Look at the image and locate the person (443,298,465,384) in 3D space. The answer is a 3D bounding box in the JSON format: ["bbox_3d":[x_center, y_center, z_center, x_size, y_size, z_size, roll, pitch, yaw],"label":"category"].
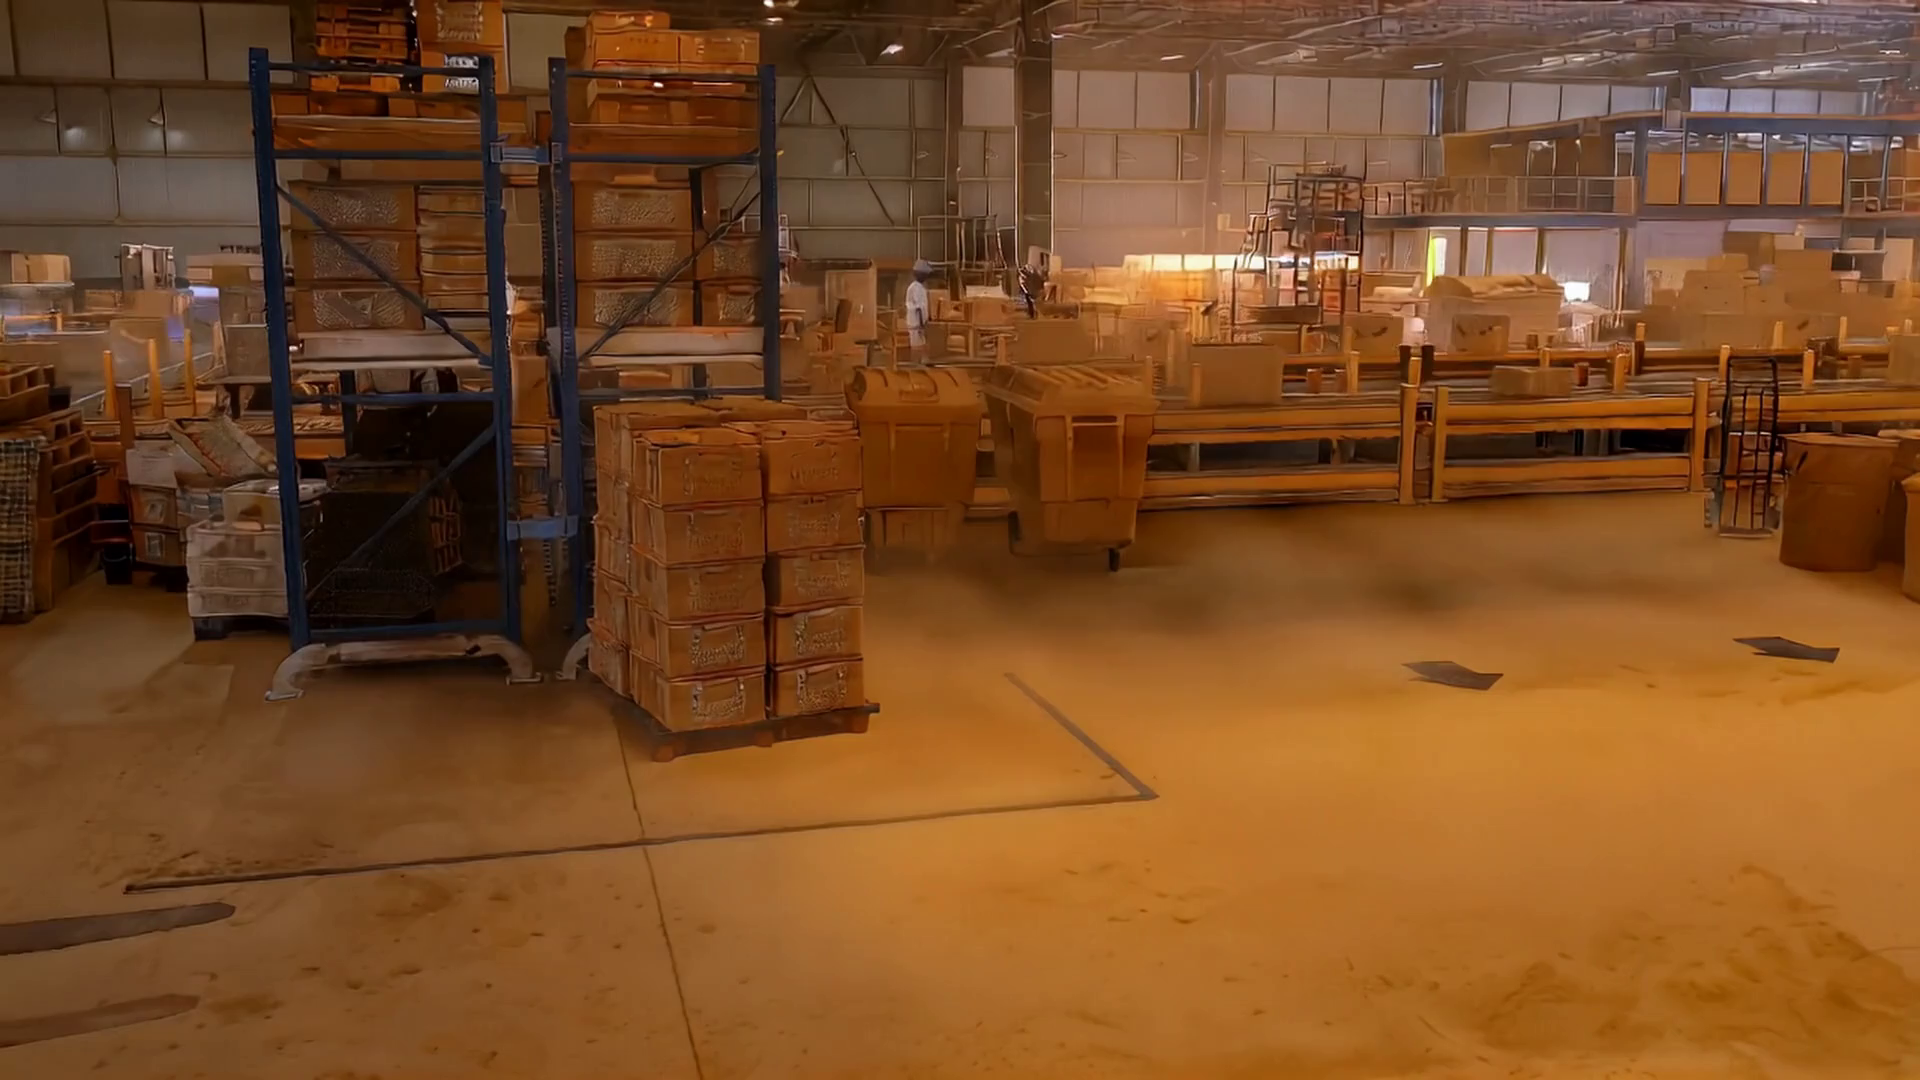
[{"bbox_3d":[-7.580,-3.119,24.573,0.711,1.858,0.952,-7,12,-35],"label":"person"}]

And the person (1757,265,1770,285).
[{"bbox_3d":[14.527,-4.071,30.133,0.614,1.778,0.947,-4,11,-20],"label":"person"}]

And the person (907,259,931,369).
[{"bbox_3d":[-0.600,-3.204,24.783,0.364,1.933,0.543,-2,10,-11],"label":"person"}]

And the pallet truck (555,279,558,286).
[{"bbox_3d":[-10.604,-6.375,44.520,0.653,1.274,1.630,-3,10,-15],"label":"pallet truck"}]

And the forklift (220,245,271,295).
[{"bbox_3d":[-17.749,-6.334,41.440,1.157,1.987,2.680,-3,10,-17],"label":"forklift"}]

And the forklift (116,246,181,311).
[{"bbox_3d":[-19.966,-6.232,40.894,1.157,1.987,2.680,-3,10,-15],"label":"forklift"}]

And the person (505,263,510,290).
[{"bbox_3d":[-10.822,-5.723,39.513,0.316,1.769,0.523,-7,12,-34],"label":"person"}]
